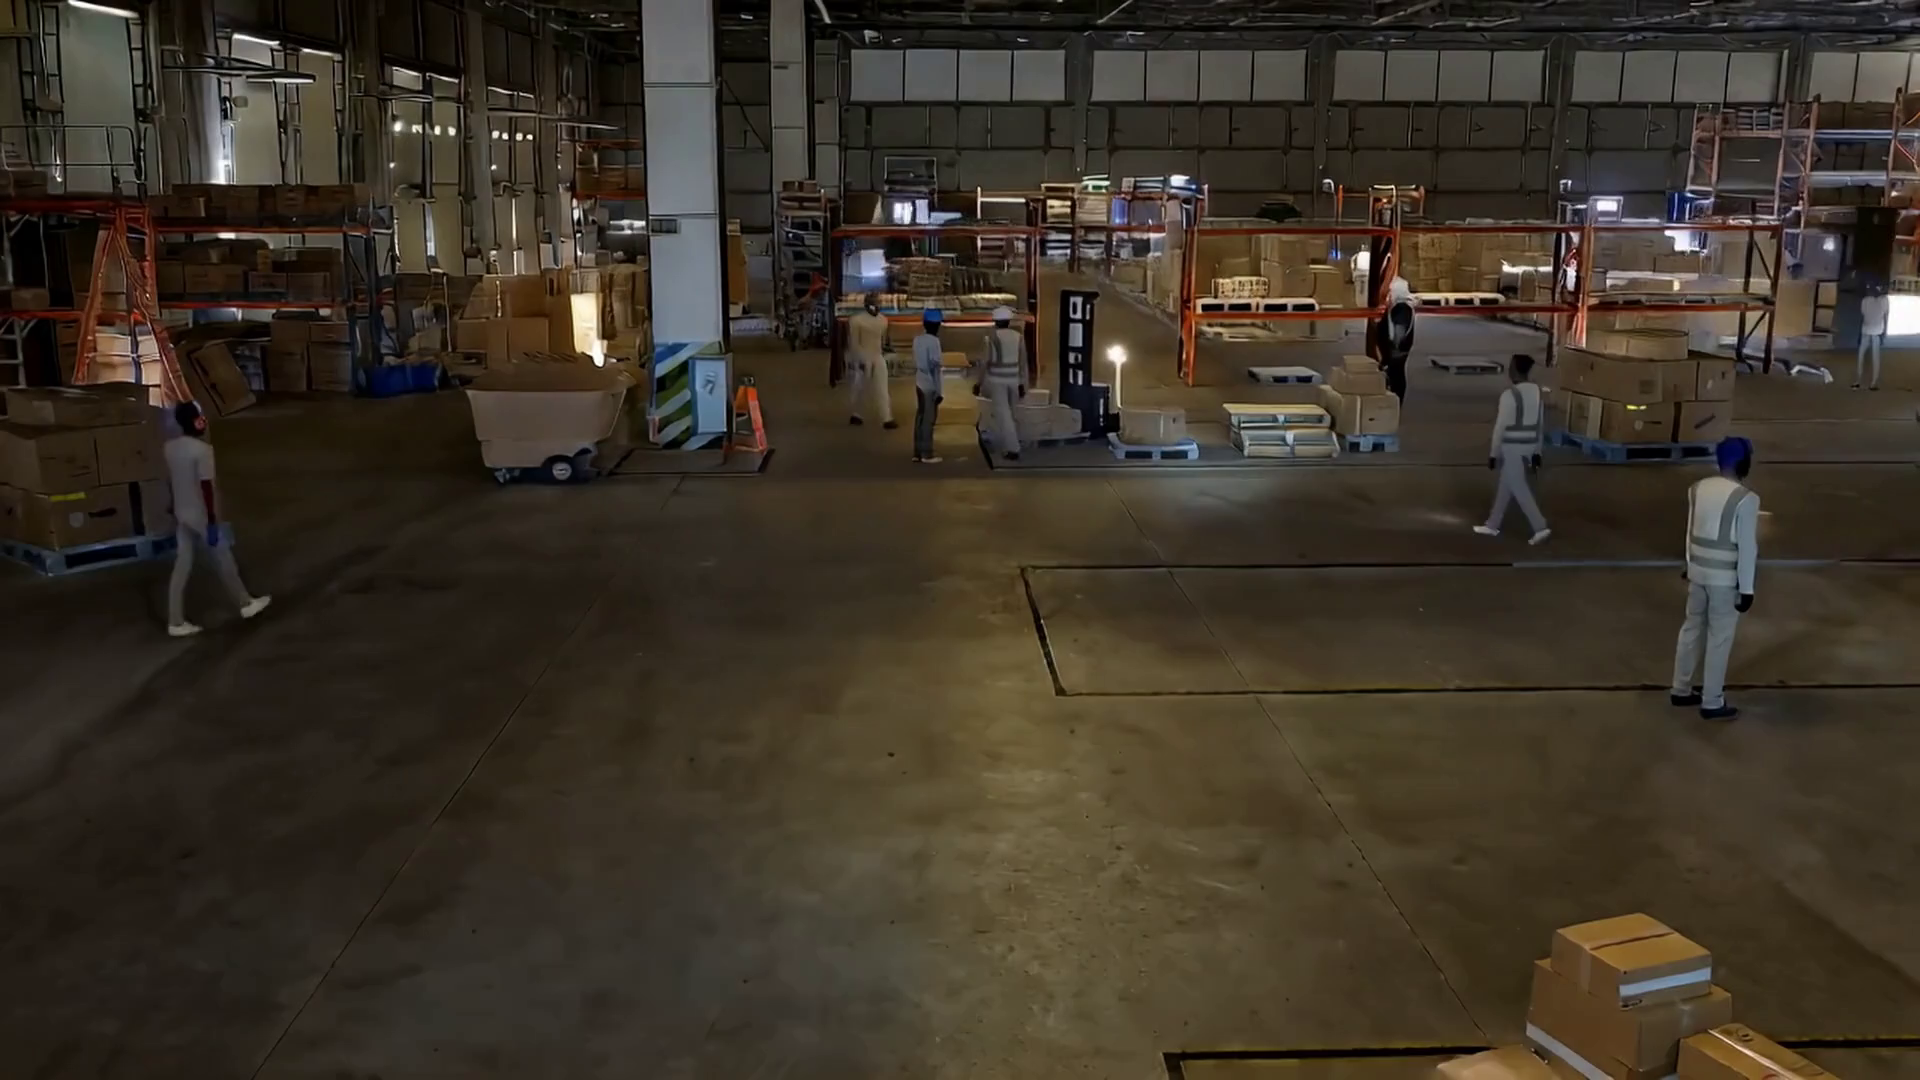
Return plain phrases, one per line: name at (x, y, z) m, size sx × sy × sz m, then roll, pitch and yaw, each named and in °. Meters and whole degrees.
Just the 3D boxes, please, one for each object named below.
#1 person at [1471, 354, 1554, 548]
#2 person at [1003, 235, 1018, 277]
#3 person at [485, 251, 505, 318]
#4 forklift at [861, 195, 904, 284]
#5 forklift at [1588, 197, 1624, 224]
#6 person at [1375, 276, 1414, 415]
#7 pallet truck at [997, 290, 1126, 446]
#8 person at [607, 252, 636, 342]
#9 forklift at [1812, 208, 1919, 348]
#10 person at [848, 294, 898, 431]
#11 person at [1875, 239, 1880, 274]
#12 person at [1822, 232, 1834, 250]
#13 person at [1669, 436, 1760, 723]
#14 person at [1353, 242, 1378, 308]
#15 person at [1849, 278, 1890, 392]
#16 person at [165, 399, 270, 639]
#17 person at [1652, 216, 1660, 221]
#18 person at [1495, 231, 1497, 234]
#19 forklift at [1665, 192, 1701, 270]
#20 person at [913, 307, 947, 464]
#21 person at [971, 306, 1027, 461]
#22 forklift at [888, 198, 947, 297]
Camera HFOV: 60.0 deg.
person at (5.395, -0.864, 15.989) m, size 0.586 × 1.848 × 0.956 m, roll -9°, pitch 15°, yaw -36°
person at (1.700, -9.739, 56.457) m, size 0.538 × 1.676 × 0.718 m, roll 5°, pitch 14°, yaw 23°
person at (-11.466, -6.269, 40.874) m, size 0.522 × 1.631 × 0.323 m, roll 10°, pitch 16°, yaw 37°
forklift at (-2.114, -9.479, 52.520) m, size 1.873 × 2.768 × 1.129 m, roll 6°, pitch 14°, yaw 26°
forklift at (19.065, -8.774, 49.333) m, size 1.129 × 2.768 × 1.873 m, roll 0°, pitch 12°, yaw -2°
person at (6.428, -2.884, 24.656) m, size 0.538 × 2.000 × 0.684 m, roll 5°, pitch 13°, yaw 20°
pallet truck at (1.257, -2.299, 22.111) m, size 1.885 × 1.965 × 0.823 m, roll -9°, pitch 15°, yaw -35°
person at (-7.036, -5.016, 34.541) m, size 0.592 × 1.923 × 0.381 m, roll 1°, pitch 13°, yaw 4°
forklift at (18.614, -5.364, 33.938) m, size 1.873 × 2.768 × 1.129 m, roll 0°, pitch 12°, yaw -2°
person at (-1.262, -2.502, 23.288) m, size 0.633 × 1.896 × 0.997 m, roll -8°, pitch 15°, yaw -33°
person at (22.604, -6.439, 41.001) m, size 0.645 × 1.902 × 0.881 m, roll -6°, pitch 14°, yaw -25°
person at (28.394, -9.313, 54.464) m, size 0.318 × 1.697 × 0.533 m, roll 11°, pitch 17°, yaw 41°
person at (4.957, 0.251, 10.886) m, size 0.353 × 1.877 × 0.573 m, roll -4°, pitch 13°, yaw -18°
person at (10.067, -6.467, 41.288) m, size 0.631 × 1.840 × 0.428 m, roll 8°, pitch 15°, yaw 31°
person at (14.914, -3.360, 27.222) m, size 0.331 × 1.860 × 0.535 m, roll -6°, pitch 14°, yaw -26°
person at (-5.907, -0.192, 13.000) m, size 0.551 × 1.817 × 0.961 m, roll 5°, pitch 14°, yaw 22°
person at (25.831, -11.112, 62.051) m, size 0.437 × 1.926 × 0.557 m, roll -1°, pitch 13°, yaw -6°
person at (17.583, -9.381, 54.783) m, size 0.542 × 1.681 × 0.585 m, roll -3°, pitch 13°, yaw -13°
forklift at (25.853, -11.209, 60.328) m, size 1.873 × 2.768 × 1.129 m, roll 0°, pitch 12°, yaw -2°
person at (-0.363, -1.894, 20.465) m, size 0.390 × 1.921 × 0.583 m, roll -7°, pitch 14°, yaw -28°
person at (0.462, -1.978, 20.855) m, size 0.612 × 1.900 × 0.966 m, roll -10°, pitch 16°, yaw -38°
forklift at (-1.084, -8.174, 46.624) m, size 1.873 × 2.768 × 1.129 m, roll 0°, pitch 12°, yaw -2°
